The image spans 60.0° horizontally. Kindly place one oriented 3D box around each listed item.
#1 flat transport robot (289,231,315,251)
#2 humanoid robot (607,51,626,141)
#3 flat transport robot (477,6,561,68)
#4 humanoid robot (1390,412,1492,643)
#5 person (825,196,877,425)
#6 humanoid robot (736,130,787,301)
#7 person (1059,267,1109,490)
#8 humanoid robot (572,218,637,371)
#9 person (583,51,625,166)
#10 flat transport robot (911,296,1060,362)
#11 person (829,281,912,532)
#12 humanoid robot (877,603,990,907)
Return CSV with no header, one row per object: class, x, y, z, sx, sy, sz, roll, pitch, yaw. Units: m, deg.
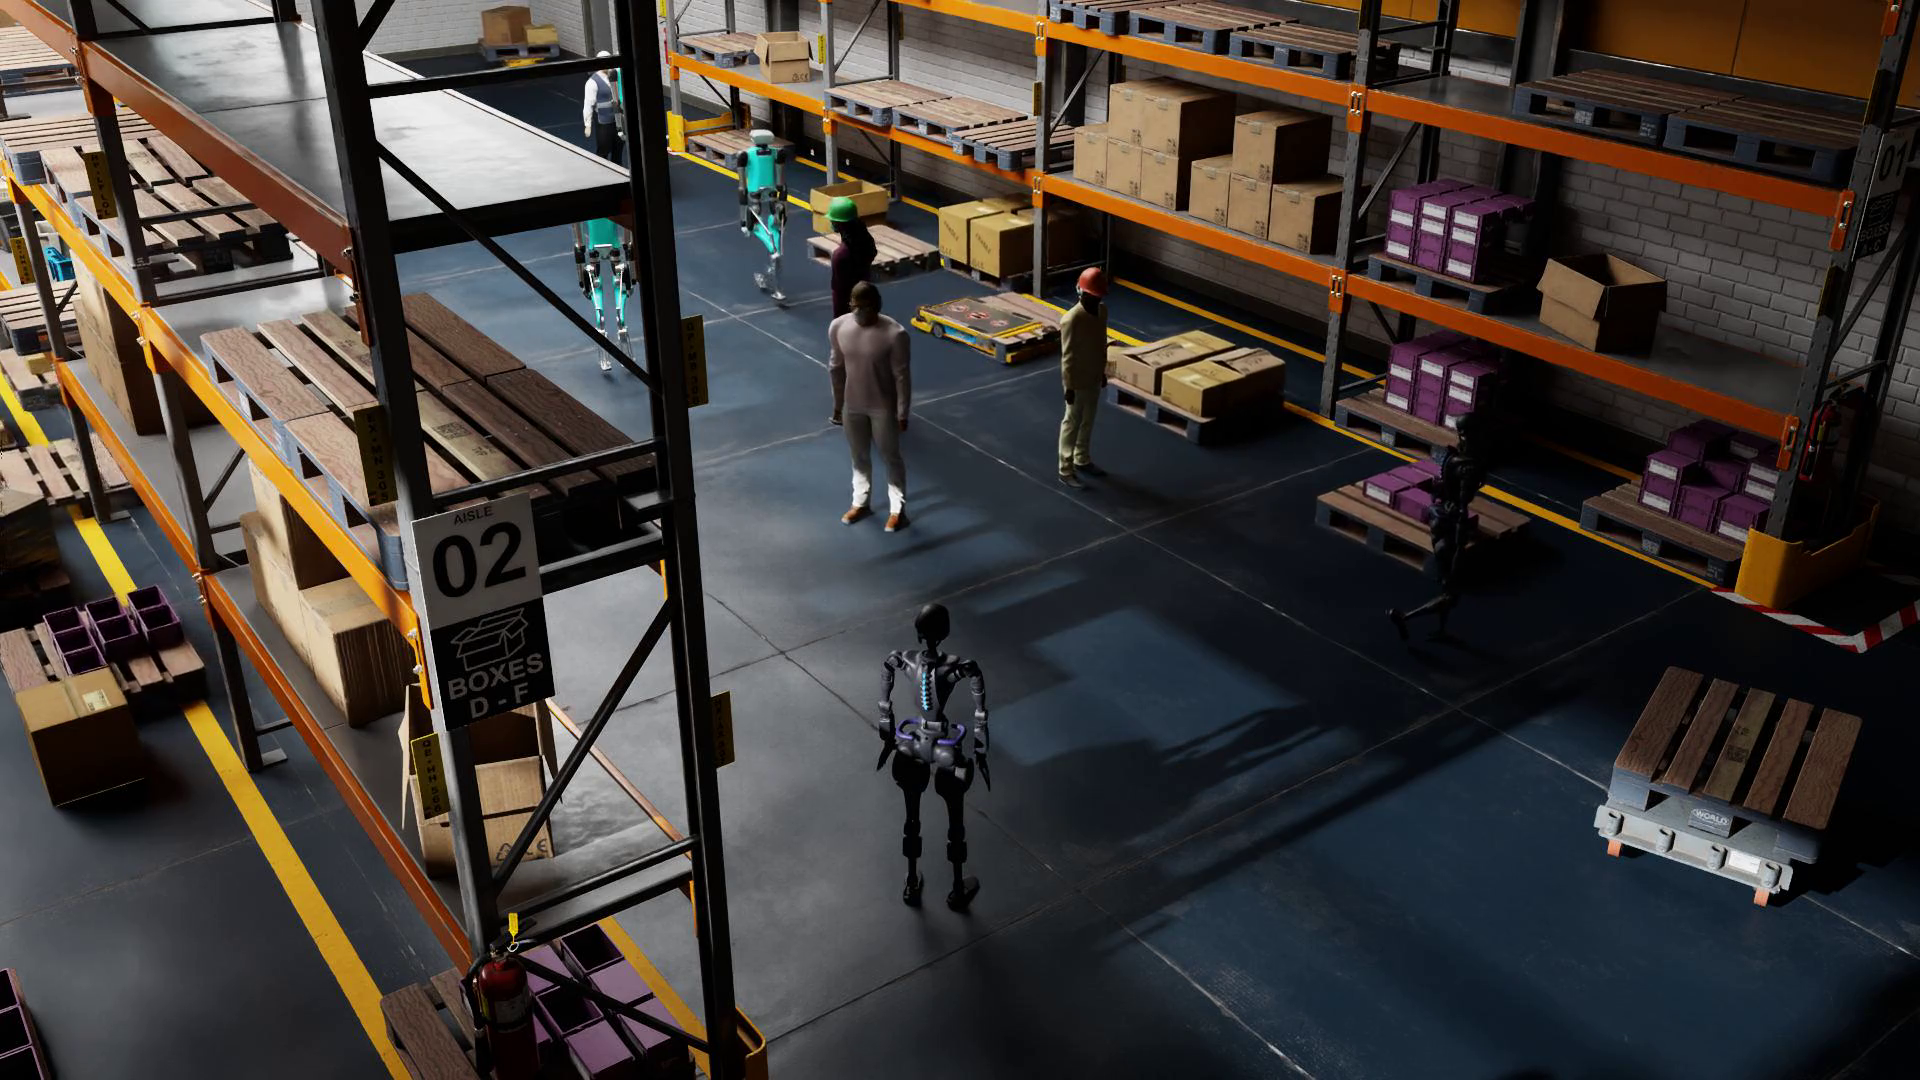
flat transport robot,-7.442,-3.181,18.315,1.431,0.231,0.659,15,31,28
humanoid robot,-3.888,-5.099,20.347,0.533,1.677,0.735,-20,33,-34
flat transport robot,-7.419,-8.095,28.088,0.659,0.231,1.431,-11,29,-20
humanoid robot,3.061,-0.069,10.570,0.483,1.645,0.598,4,27,8
person,-0.908,-1.910,13.932,0.436,1.942,0.487,13,30,24
humanoid robot,-1.898,-3.212,16.748,0.560,1.732,1.032,-15,30,-27
person,0.985,-1.264,12.850,0.336,1.748,0.564,18,32,32
humanoid robot,-3.146,-2.295,14.773,0.533,1.674,0.735,-4,27,-7
person,-4.344,-5.152,20.575,0.431,1.758,0.752,22,34,36
flat transport robot,0.233,-2.047,16.058,0.659,0.231,1.431,-22,34,-37
person,-0.642,-0.970,12.085,0.641,1.927,0.390,11,29,21
humanoid robot,-0.141,1.065,8.286,0.599,1.657,0.315,7,27,13
